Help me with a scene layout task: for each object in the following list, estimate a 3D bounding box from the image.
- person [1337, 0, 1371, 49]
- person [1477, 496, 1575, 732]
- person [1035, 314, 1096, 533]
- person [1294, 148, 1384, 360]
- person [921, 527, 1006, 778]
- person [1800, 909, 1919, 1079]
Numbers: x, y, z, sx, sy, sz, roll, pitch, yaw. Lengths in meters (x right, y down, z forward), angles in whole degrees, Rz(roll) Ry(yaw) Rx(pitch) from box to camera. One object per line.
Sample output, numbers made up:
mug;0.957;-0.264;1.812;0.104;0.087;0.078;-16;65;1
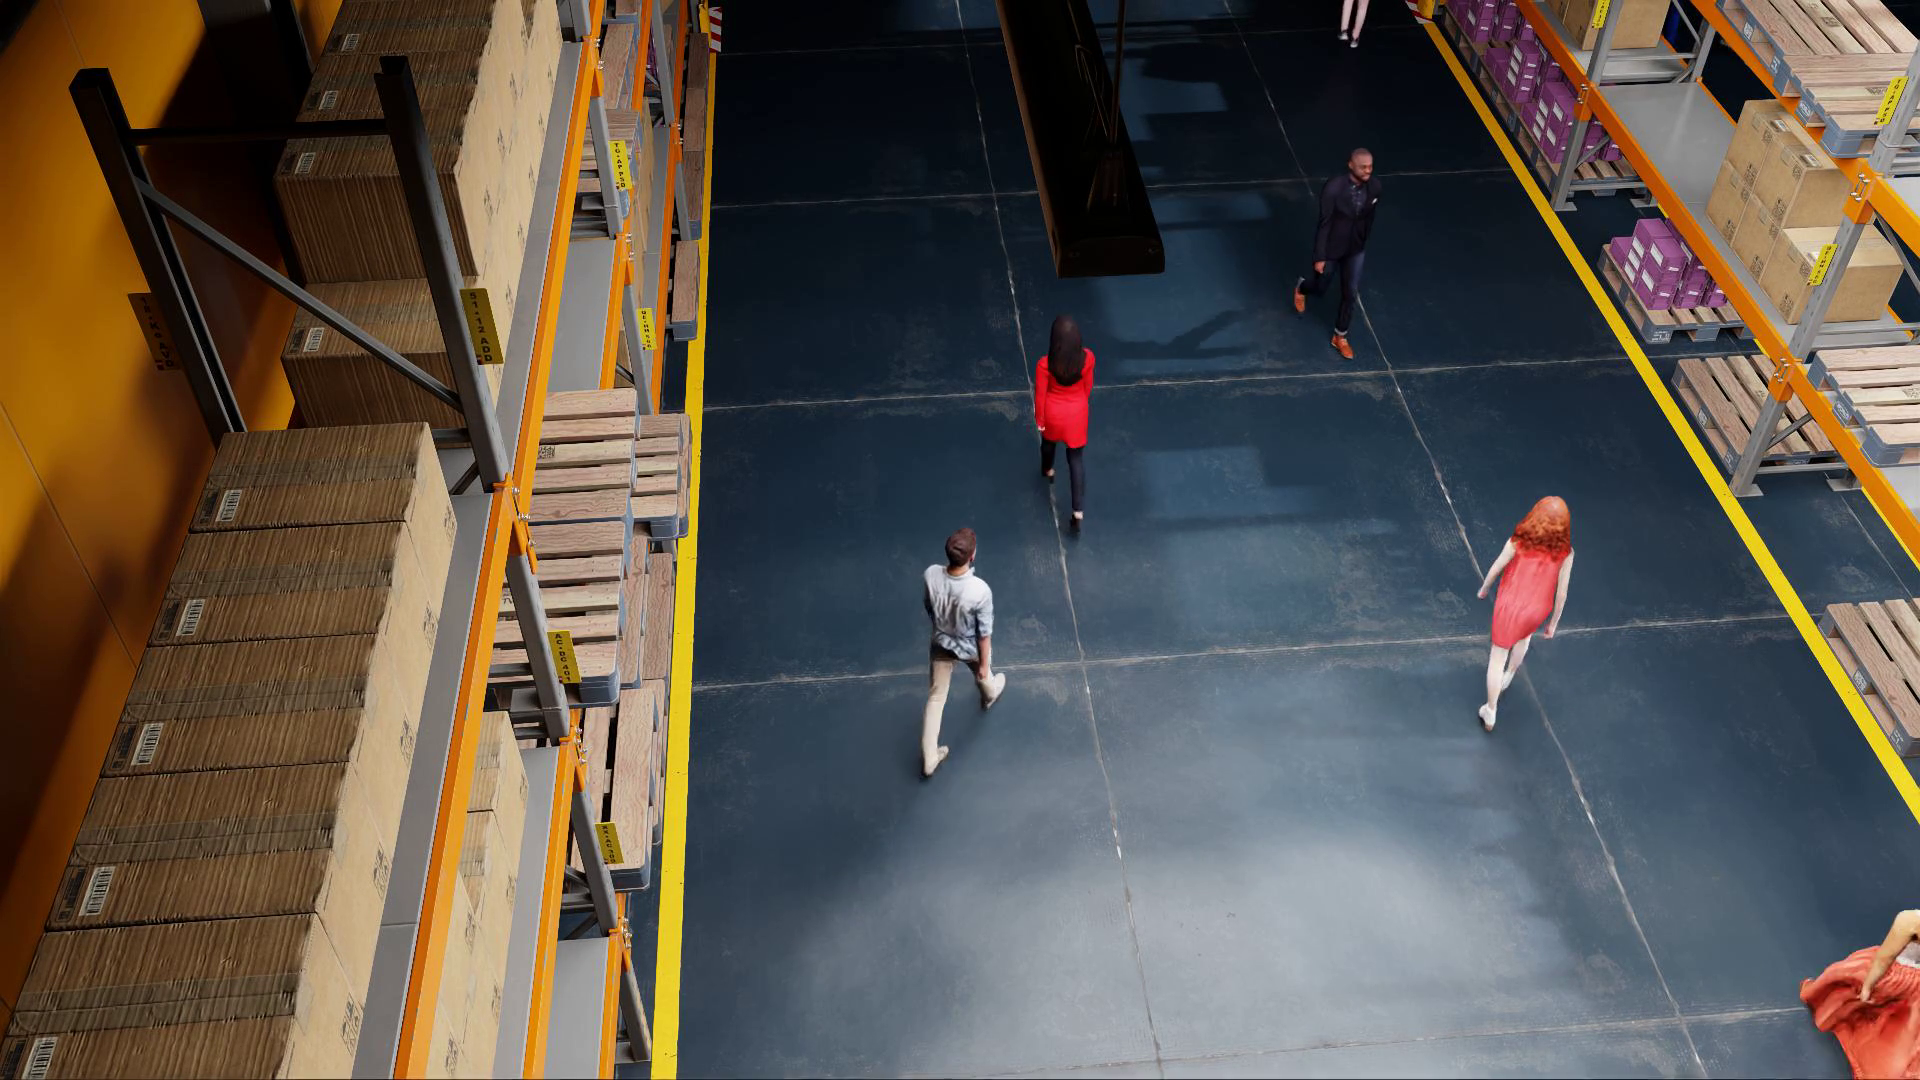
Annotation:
person;4.204;-5.864;17.343;0.612;1.551;0.667;11;45;11
person;3.531;0.525;10.453;0.706;1.803;0.835;4;44;5
person;0.784;-0.830;11.944;0.642;1.708;1.074;-6;44;-6
person;3.056;-2.401;13.532;0.784;1.793;1.119;-10;44;-10
person;-0.062;0.713;10.258;1.091;1.800;1.300;20;47;20
person;4.895;2.365;8.558;0.754;1.754;1.299;2;44;2
